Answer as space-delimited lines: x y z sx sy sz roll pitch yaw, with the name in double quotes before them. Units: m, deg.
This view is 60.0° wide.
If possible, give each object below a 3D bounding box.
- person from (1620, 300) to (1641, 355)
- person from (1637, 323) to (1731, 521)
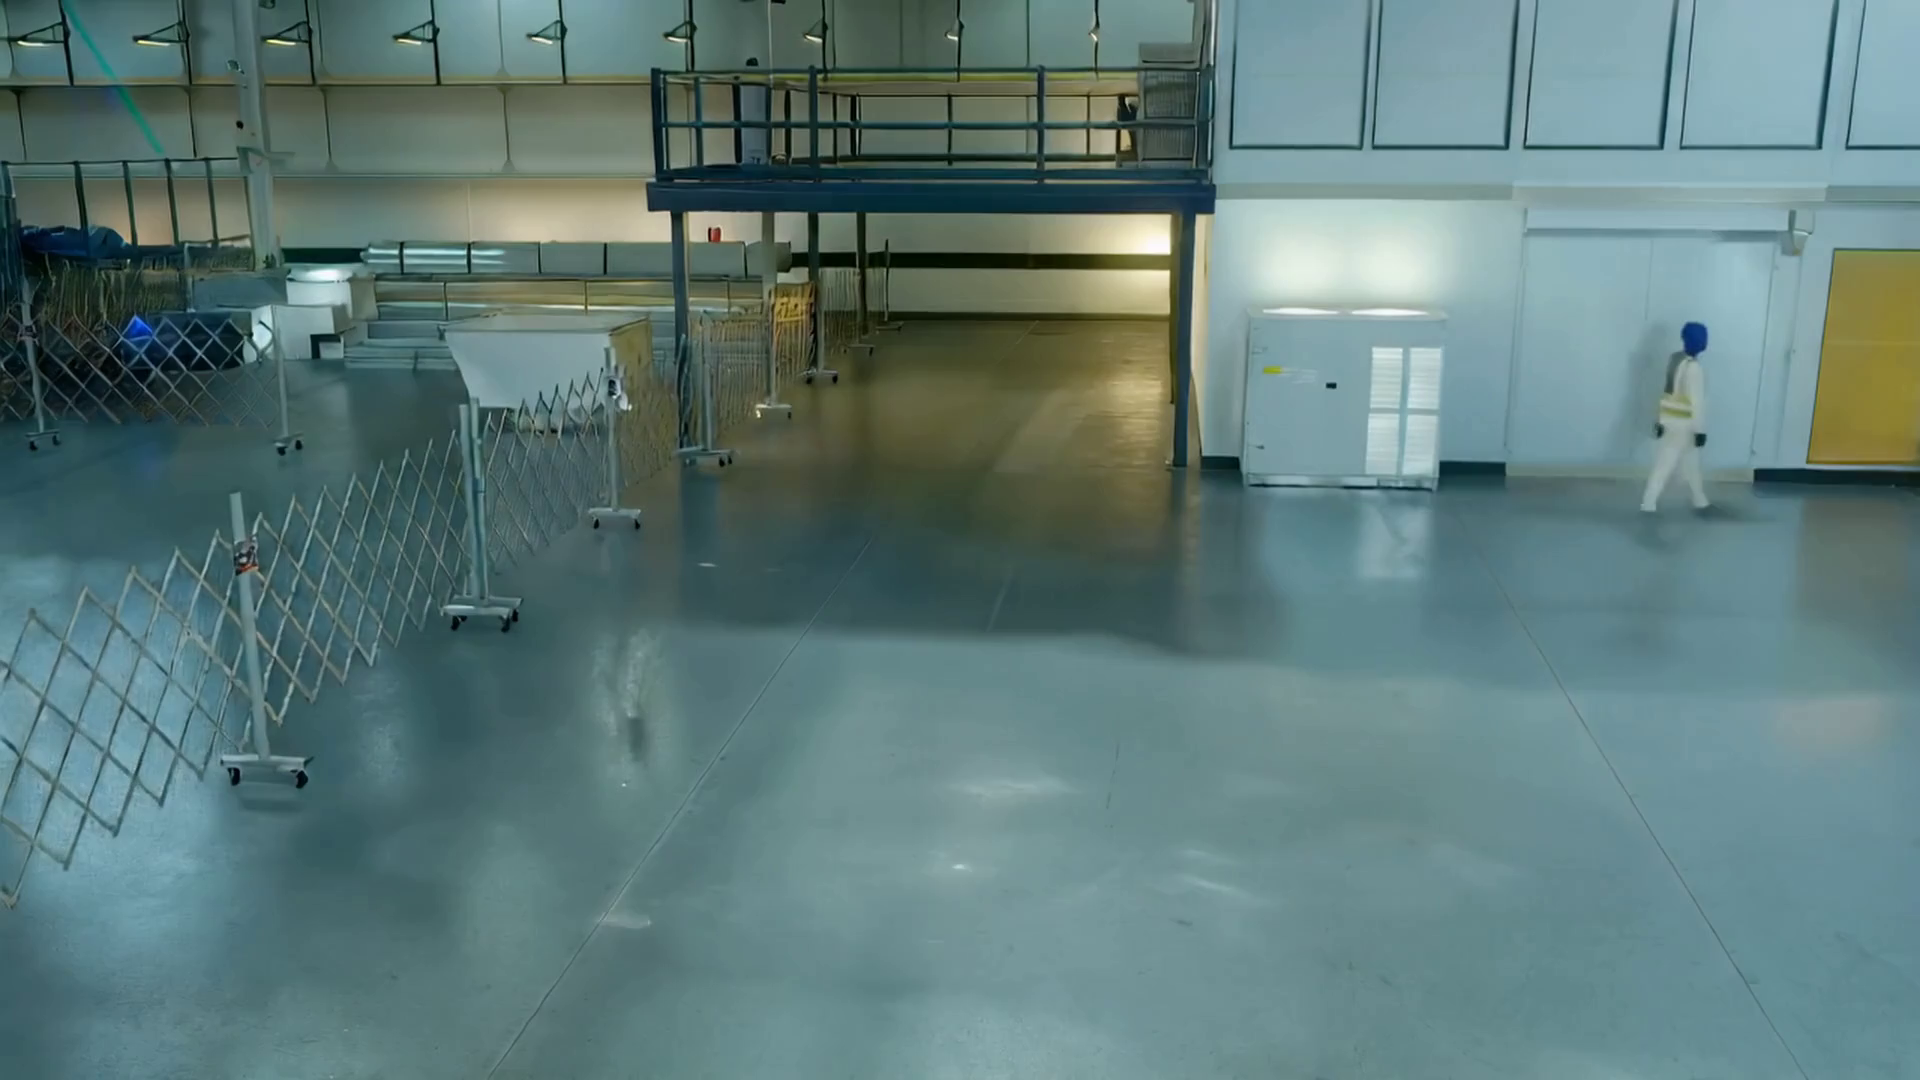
"person" 8.774 -2.679 21.913 0.526 1.841 0.909 -9 16 -33
"person" 6.758 -1.066 15.290 0.935 1.843 0.612 1 14 5
